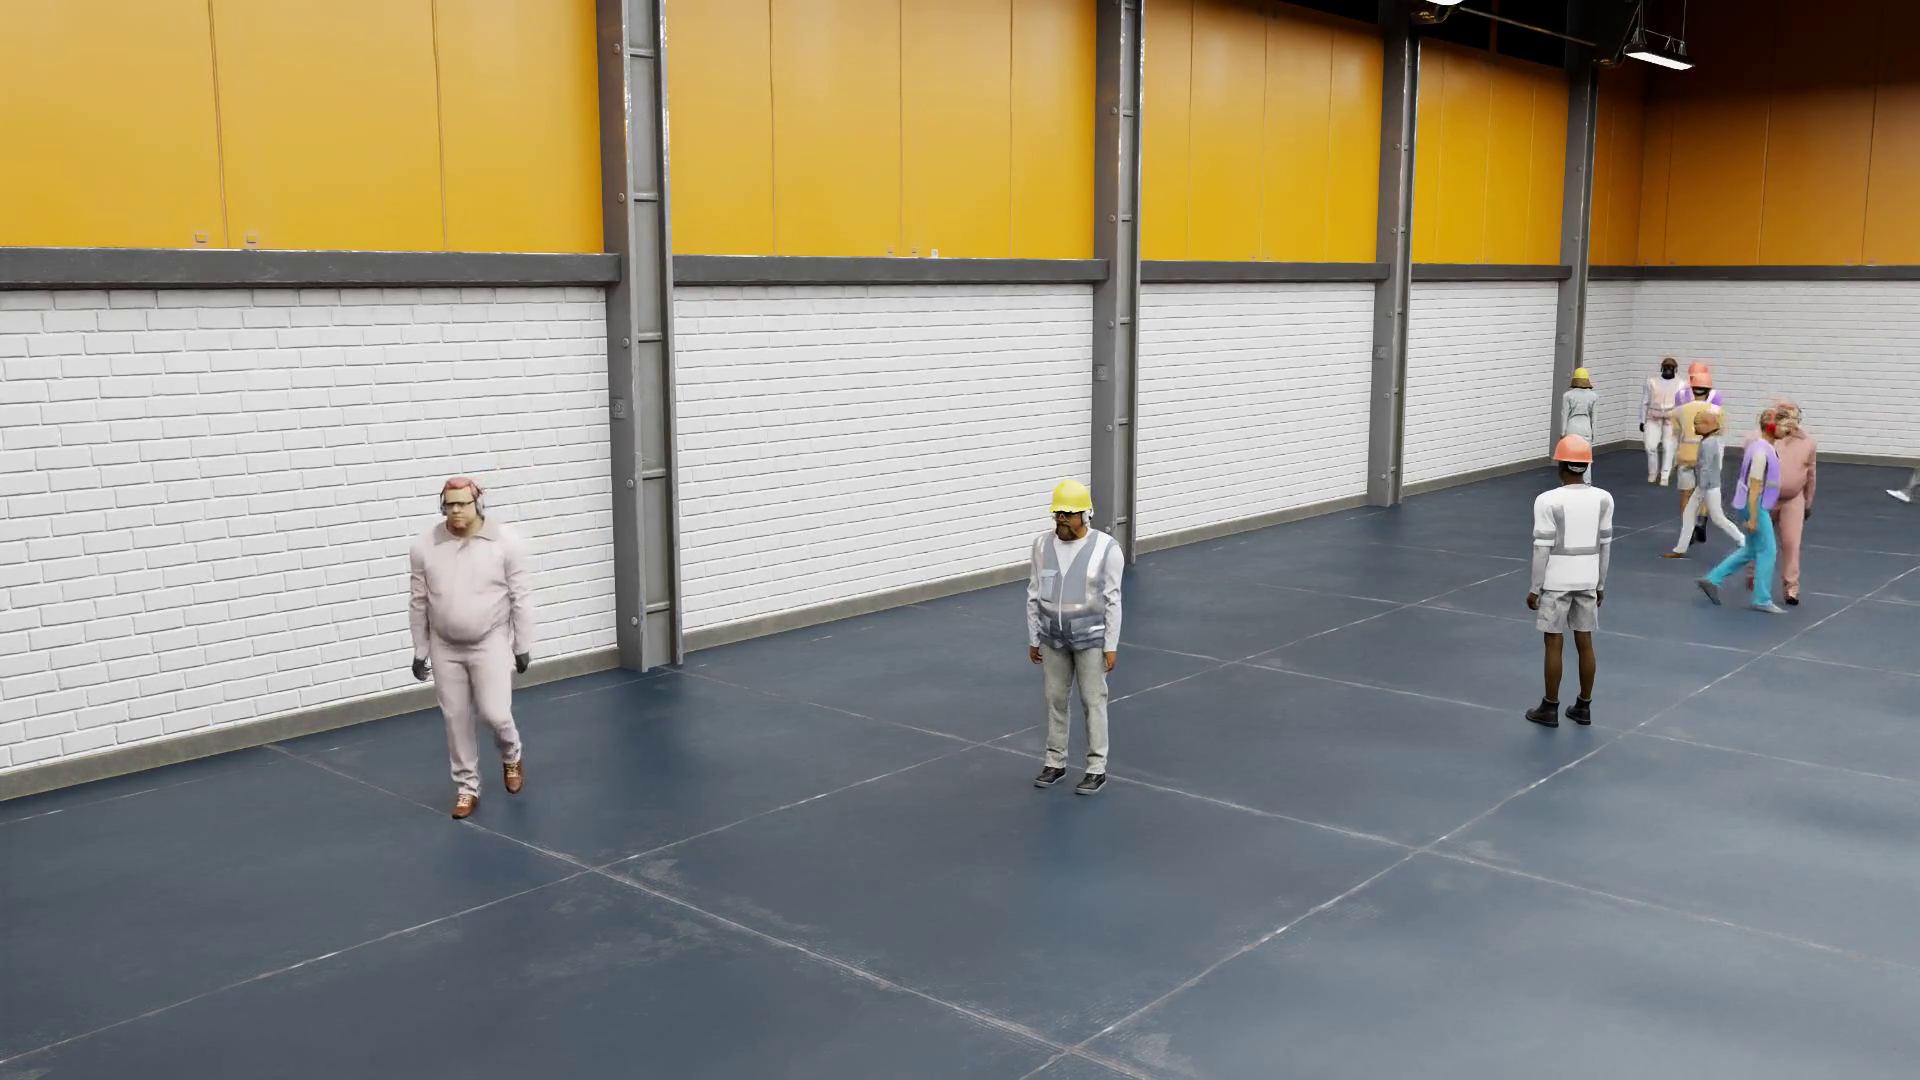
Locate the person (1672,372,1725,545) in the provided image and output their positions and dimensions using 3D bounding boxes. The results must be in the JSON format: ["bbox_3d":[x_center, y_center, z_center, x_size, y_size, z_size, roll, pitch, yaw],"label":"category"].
[{"bbox_3d":[8.094,-0.878,18.284,0.542,1.917,0.526,5,10,29],"label":"person"}]

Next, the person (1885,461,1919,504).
[{"bbox_3d":[12.538,-1.349,21.353,0.998,1.874,0.610,3,10,18],"label":"person"}]

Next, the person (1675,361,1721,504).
[{"bbox_3d":[9.224,-1.289,20.844,0.543,1.923,0.531,6,11,35],"label":"person"}]

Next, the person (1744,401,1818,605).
[{"bbox_3d":[7.525,-0.366,15.315,0.654,1.849,1.001,2,9,15],"label":"person"}]

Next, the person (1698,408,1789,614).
[{"bbox_3d":[7.018,-0.269,14.771,0.734,1.826,0.571,5,10,29],"label":"person"}]

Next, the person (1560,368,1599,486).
[{"bbox_3d":[8.363,-1.463,22.510,0.480,1.734,0.330,0,9,0],"label":"person"}]

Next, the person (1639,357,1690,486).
[{"bbox_3d":[9.946,-1.669,23.497,0.655,1.826,0.446,4,10,25],"label":"person"}]

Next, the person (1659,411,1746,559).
[{"bbox_3d":[7.805,-0.543,17.206,0.869,1.587,0.508,3,10,21],"label":"person"}]

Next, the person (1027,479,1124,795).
[{"bbox_3d":[0.647,0.554,9.577,0.586,1.824,0.404,5,10,27],"label":"person"}]

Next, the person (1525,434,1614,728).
[{"bbox_3d":[4.000,0.273,10.970,0.542,1.938,0.357,-2,9,-10],"label":"person"}]

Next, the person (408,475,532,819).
[{"bbox_3d":[-2.701,0.576,9.198,0.651,1.895,0.490,0,9,-1],"label":"person"}]
